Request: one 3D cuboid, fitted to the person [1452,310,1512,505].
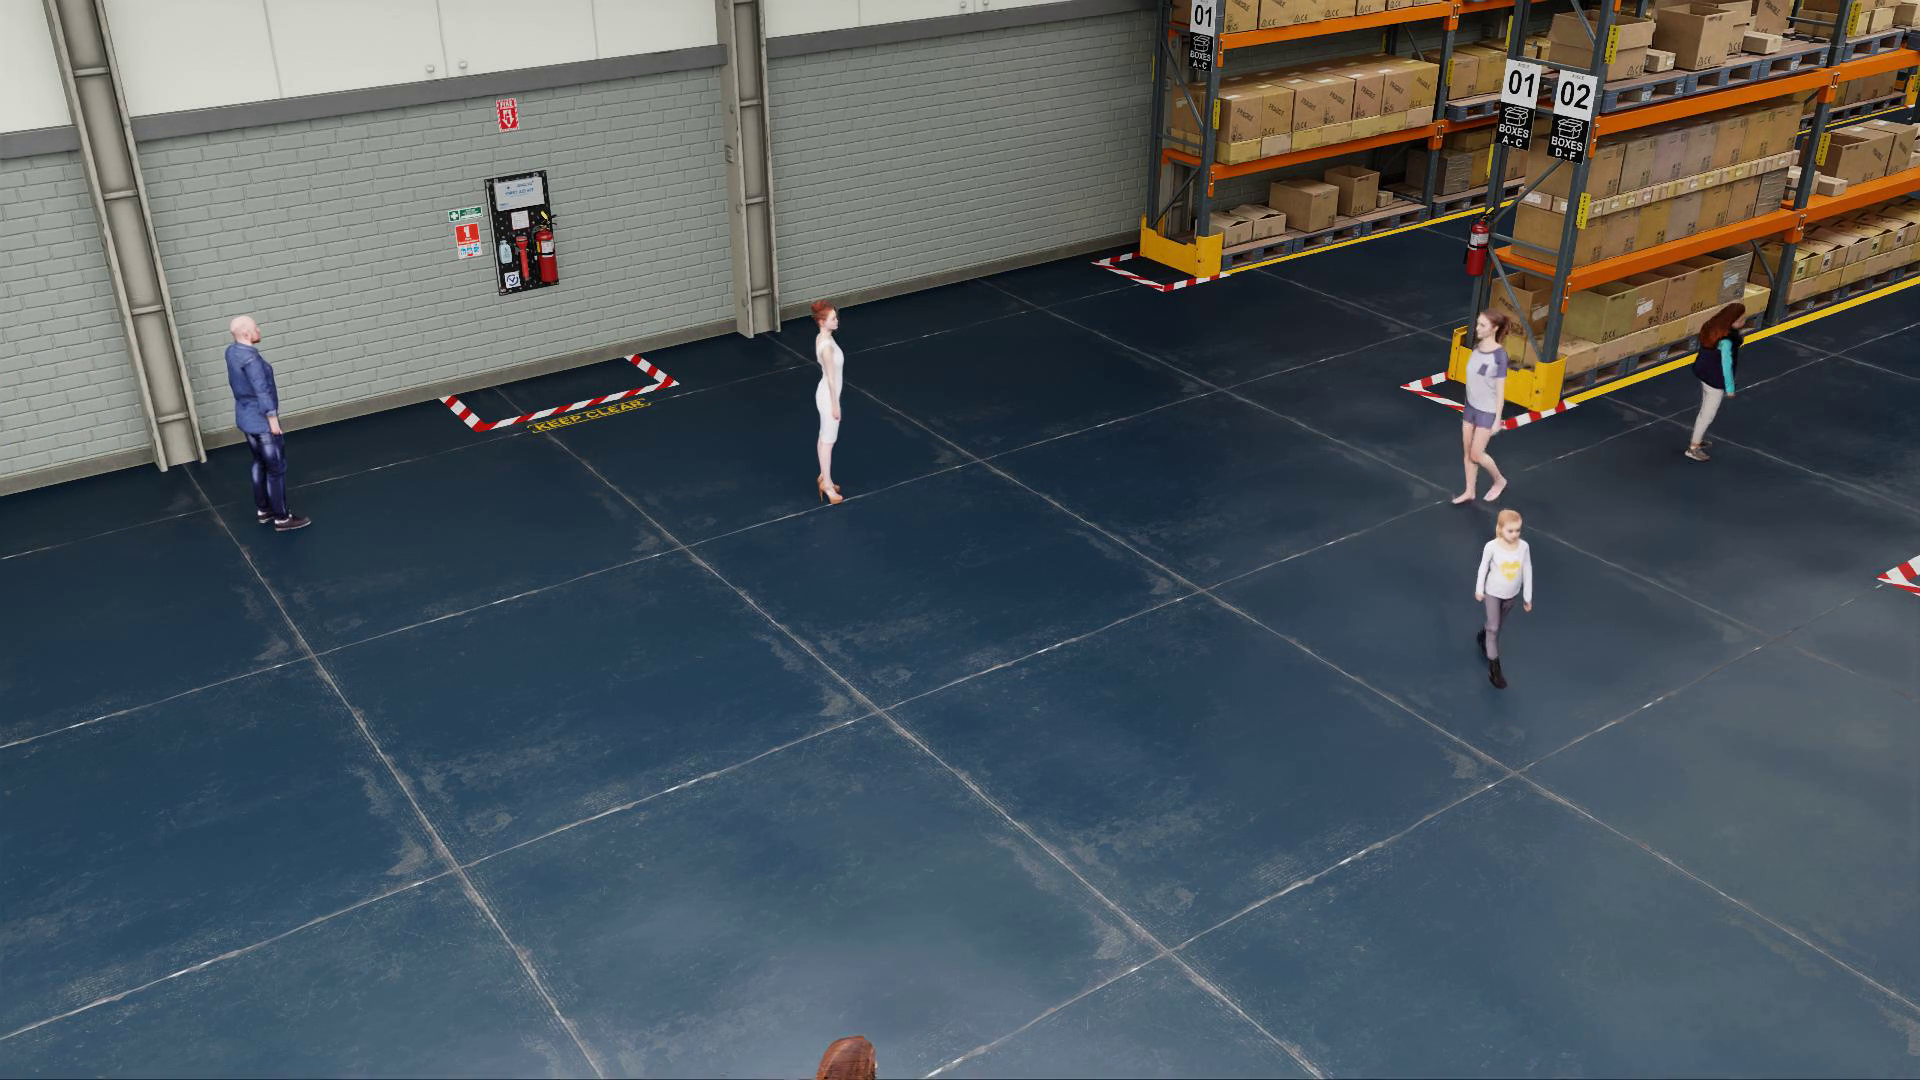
[{"bbox_3d":[4.485,-1.103,14.017,0.747,1.757,0.689,-8,28,-15],"label":"person"}]

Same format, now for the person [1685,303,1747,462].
[{"bbox_3d":[6.813,-1.475,15.035,0.773,1.488,0.710,-1,27,-2],"label":"person"}]

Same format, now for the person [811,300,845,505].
[{"bbox_3d":[-1.125,-1.172,14.115,0.628,1.791,0.638,-4,27,-7],"label":"person"}]

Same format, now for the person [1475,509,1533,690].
[{"bbox_3d":[3.808,0.343,11.762,0.916,1.251,0.836,-3,27,-5],"label":"person"}]

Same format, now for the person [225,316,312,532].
[{"bbox_3d":[-5.749,-0.969,13.684,0.766,1.824,0.651,24,35,38],"label":"person"}]
